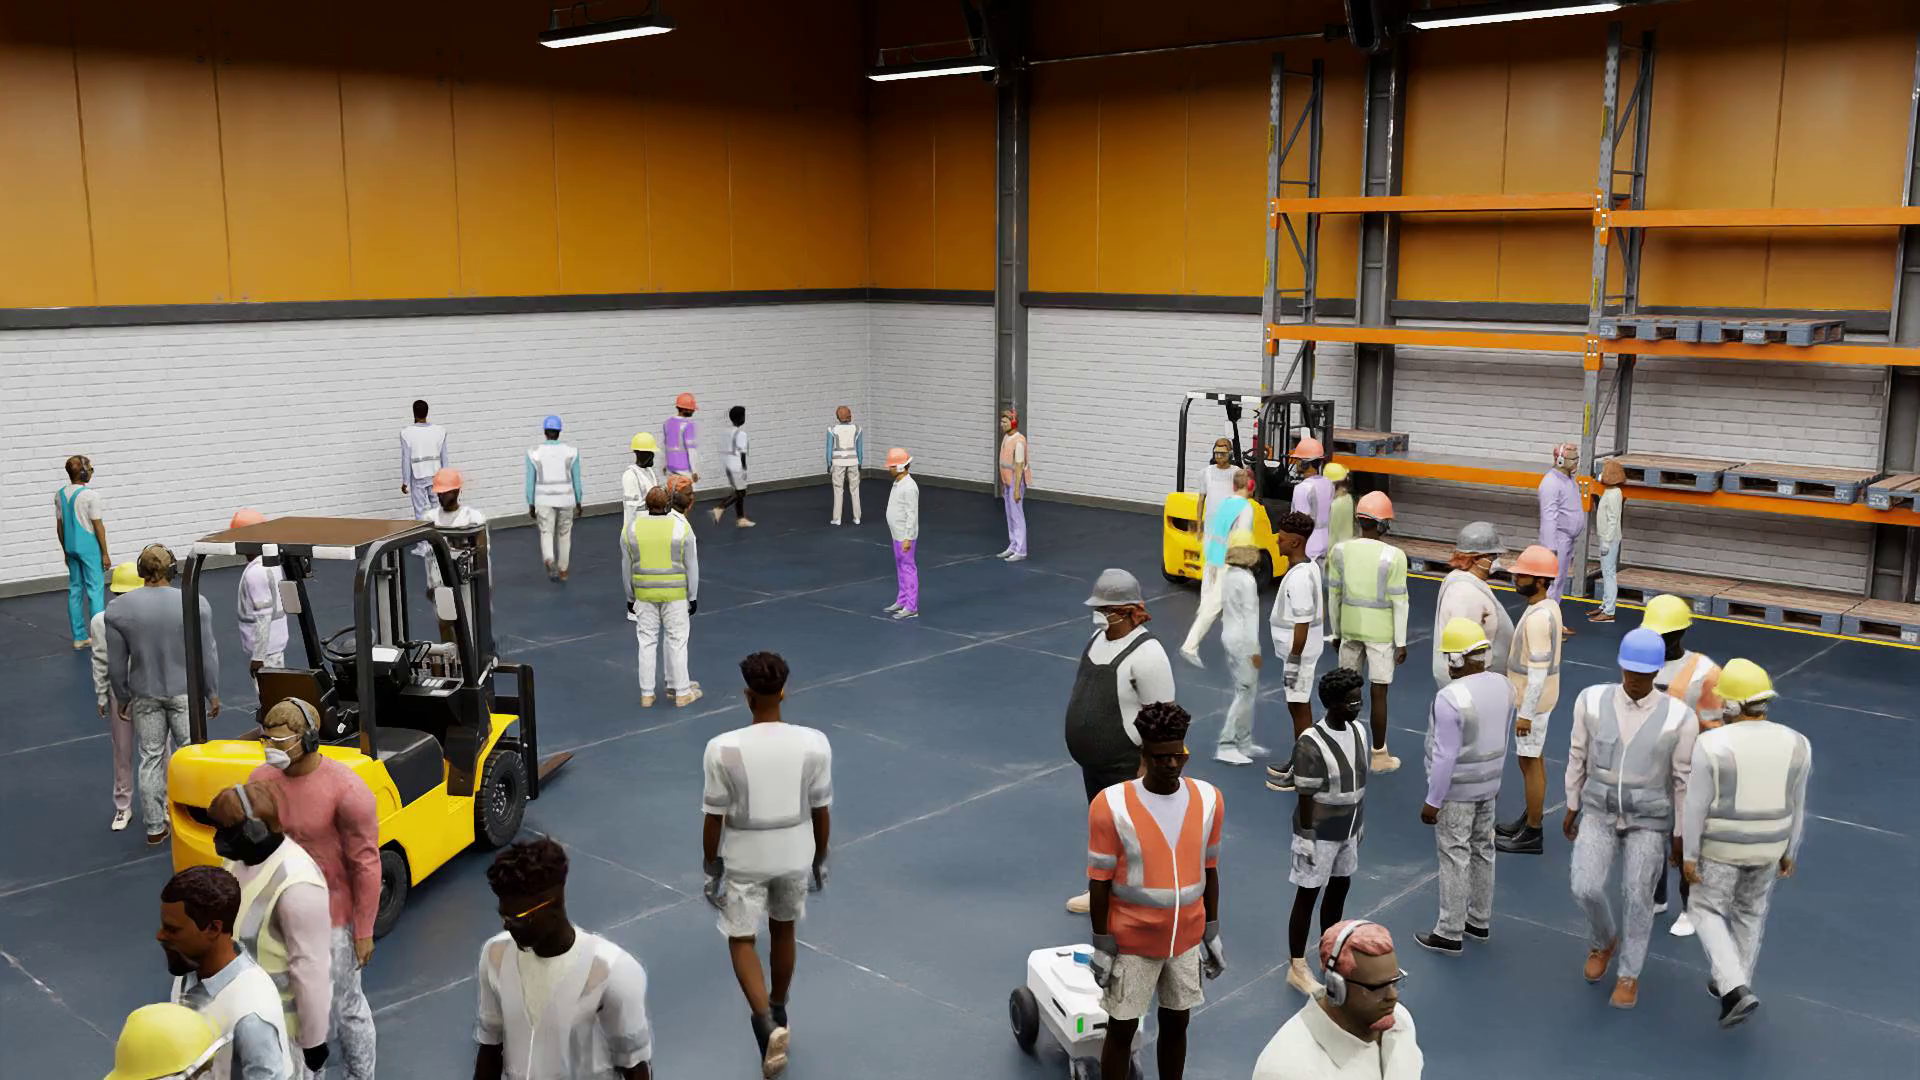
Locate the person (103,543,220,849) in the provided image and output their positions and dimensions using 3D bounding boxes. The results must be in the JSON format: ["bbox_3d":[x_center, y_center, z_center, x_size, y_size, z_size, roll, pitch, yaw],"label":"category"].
[{"bbox_3d":[-4.991,0.978,10.466,0.635,1.937,0.354,-2,10,-12],"label":"person"}]

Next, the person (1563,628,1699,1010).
[{"bbox_3d":[3.311,1.370,8.253,0.631,1.927,0.442,7,12,34],"label":"person"}]

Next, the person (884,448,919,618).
[{"bbox_3d":[-0.605,-0.076,17.018,0.337,1.743,0.560,-3,10,-16],"label":"person"}]

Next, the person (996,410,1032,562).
[{"bbox_3d":[0.662,-0.655,20.074,0.389,1.837,0.560,-2,10,-12],"label":"person"}]

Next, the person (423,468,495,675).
[{"bbox_3d":[-4.307,0.315,14.318,0.550,1.920,0.620,2,10,12],"label":"person"}]

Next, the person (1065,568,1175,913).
[{"bbox_3d":[0.840,1.155,9.169,0.536,2.000,0.688,-5,11,-25],"label":"person"}]

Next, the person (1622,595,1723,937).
[{"bbox_3d":[3.887,1.230,9.170,0.474,1.901,0.601,-8,12,-37],"label":"person"}]

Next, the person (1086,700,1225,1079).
[{"bbox_3d":[0.805,1.609,6.795,0.603,1.966,0.368,-4,11,-19],"label":"person"}]

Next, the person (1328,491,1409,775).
[{"bbox_3d":[2.940,0.663,11.965,0.606,2.044,0.373,8,13,38],"label":"person"}]

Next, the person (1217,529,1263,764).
[{"bbox_3d":[2.066,0.784,12.269,0.392,1.698,0.576,-1,10,-6],"label":"person"}]

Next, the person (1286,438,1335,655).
[{"bbox_3d":[3.180,0.082,15.272,0.375,2.044,0.604,7,12,37],"label":"person"}]

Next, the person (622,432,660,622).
[{"bbox_3d":[-3.196,-0.133,16.826,0.385,1.925,0.592,2,10,9],"label":"person"}]

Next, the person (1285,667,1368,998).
[{"bbox_3d":[1.871,1.463,8.419,0.535,1.694,0.320,-9,13,-40],"label":"person"}]

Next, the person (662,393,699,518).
[{"bbox_3d":[-3.667,-0.940,21.465,0.731,1.922,0.490,8,13,37],"label":"person"}]

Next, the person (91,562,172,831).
[{"bbox_3d":[-5.340,1.003,10.826,0.525,1.765,0.329,-4,11,-23],"label":"person"}]

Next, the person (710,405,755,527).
[{"bbox_3d":[-3.071,-0.969,22.303,0.646,1.674,0.528,-6,12,-31],"label":"person"}]

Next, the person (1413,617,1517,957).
[{"bbox_3d":[2.682,1.312,8.896,0.589,1.822,0.403,-7,12,-37],"label":"person"}]

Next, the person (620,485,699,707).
[{"bbox_3d":[-2.453,0.462,13.680,0.625,1.844,0.429,0,10,1],"label":"person"}]

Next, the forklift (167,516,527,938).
[{"bbox_3d":[-3.583,0.976,9.748,1.214,2.155,2.313,2,10,11],"label":"forklift"}]

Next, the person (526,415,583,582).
[{"bbox_3d":[-4.541,-0.441,18.648,0.619,1.912,0.717,-3,10,-15],"label":"person"}]

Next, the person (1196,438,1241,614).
[{"bbox_3d":[2.681,-0.134,17.060,0.509,1.844,0.329,3,10,18],"label":"person"}]

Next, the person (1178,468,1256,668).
[{"bbox_3d":[2.364,0.246,15.123,0.874,1.784,0.604,-2,10,-9],"label":"person"}]

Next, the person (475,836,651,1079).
[{"bbox_3d":[-1.262,1.882,5.333,0.626,1.935,0.408,5,11,26],"label":"person"}]

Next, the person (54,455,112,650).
[{"bbox_3d":[-8.199,0.124,15.591,0.506,1.847,0.346,3,10,17],"label":"person"}]

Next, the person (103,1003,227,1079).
[{"bbox_3d":[-2.065,2.119,4.426,0.629,1.783,0.675,8,13,38],"label":"person"}]

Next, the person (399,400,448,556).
[{"bbox_3d":[-6.565,-0.763,20.437,0.596,1.916,0.372,-9,13,-41],"label":"person"}]

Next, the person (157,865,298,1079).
[{"bbox_3d":[-2.239,1.919,5.174,0.396,1.917,0.590,-9,13,-41],"label":"person"}]

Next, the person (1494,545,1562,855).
[{"bbox_3d":[3.553,0.990,10.385,0.343,1.942,0.552,4,11,22],"label":"person"}]

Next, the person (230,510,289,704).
[{"bbox_3d":[-4.977,0.742,11.816,0.374,1.935,0.552,-2,10,-13],"label":"person"}]

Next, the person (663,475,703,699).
[{"bbox_3d":[-2.366,0.389,13.982,0.354,1.881,0.576,-2,10,-10],"label":"person"}]

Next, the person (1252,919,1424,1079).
[{"bbox_3d":[1.108,1.996,4.763,0.643,1.910,0.400,-9,13,-40],"label":"person"}]

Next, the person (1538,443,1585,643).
[{"bbox_3d":[5.792,0.016,16.035,0.409,1.907,0.651,7,12,33],"label":"person"}]

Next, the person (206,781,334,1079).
[{"bbox_3d":[-2.606,1.785,6.243,0.484,1.816,0.620,-8,13,-38],"label":"person"}]

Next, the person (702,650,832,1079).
[{"bbox_3d":[-0.873,1.470,7.667,0.619,1.943,0.833,-4,11,-21],"label":"person"}]

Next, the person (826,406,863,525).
[{"bbox_3d":[-1.570,-1.012,22.683,0.514,1.631,0.318,-3,10,-18],"label":"person"}]

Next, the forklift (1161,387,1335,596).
[{"bbox_3d":[3.298,-0.608,18.767,1.214,2.155,2.313,9,13,42],"label":"forklift"}]

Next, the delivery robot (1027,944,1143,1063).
[{"bbox_3d":[0.571,2.112,7.680,0.477,0.478,0.707,-3,10,-17],"label":"delivery robot"}]

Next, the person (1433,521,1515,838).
[{"bbox_3d":[3.319,0.884,10.711,0.536,2.000,0.673,2,10,11],"label":"person"}]

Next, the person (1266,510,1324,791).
[{"bbox_3d":[2.340,0.767,11.585,0.374,1.966,0.607,3,10,15],"label":"person"}]

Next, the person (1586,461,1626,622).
[{"bbox_3d":[6.549,0.011,16.833,0.285,1.636,0.500,3,10,17],"label":"person"}]

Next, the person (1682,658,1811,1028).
[{"bbox_3d":[3.778,1.474,8.022,0.602,1.817,0.601,0,10,-2],"label":"person"}]

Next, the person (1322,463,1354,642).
[{"bbox_3d":[3.573,0.130,15.818,0.370,1.744,0.540,5,11,25],"label":"person"}]

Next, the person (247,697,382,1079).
[{"bbox_3d":[-2.712,1.591,6.975,0.635,1.937,0.354,4,11,20],"label":"person"}]
